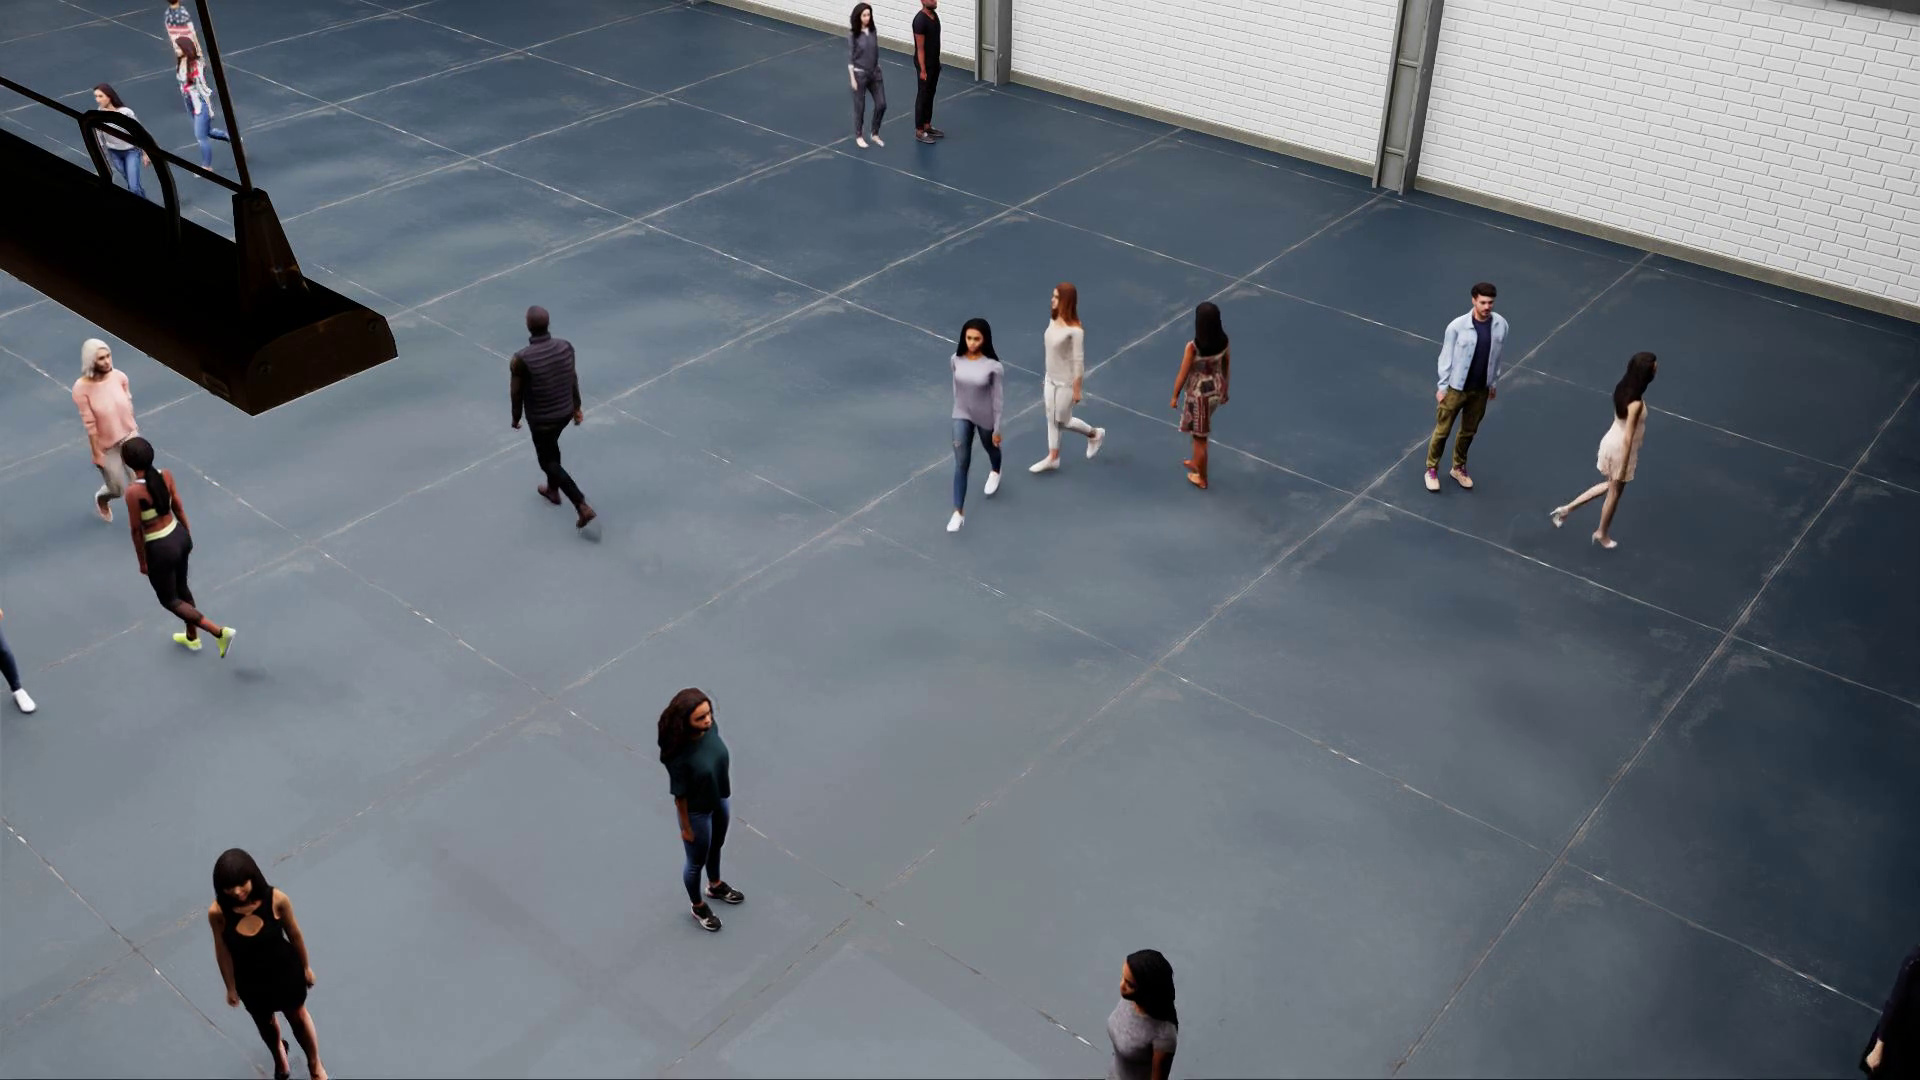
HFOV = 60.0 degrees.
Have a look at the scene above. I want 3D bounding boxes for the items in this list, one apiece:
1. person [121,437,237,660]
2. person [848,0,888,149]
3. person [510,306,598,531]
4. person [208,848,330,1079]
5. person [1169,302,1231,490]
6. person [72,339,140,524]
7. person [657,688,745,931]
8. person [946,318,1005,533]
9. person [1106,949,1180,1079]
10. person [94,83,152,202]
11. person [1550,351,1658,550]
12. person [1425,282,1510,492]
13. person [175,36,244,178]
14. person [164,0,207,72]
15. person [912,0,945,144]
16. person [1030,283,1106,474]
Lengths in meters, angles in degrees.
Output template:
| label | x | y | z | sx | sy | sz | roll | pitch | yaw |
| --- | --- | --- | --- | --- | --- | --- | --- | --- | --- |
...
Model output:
| label | x | y | z | sx | sy | sz | roll | pitch | yaw |
| --- | --- | --- | --- | --- | --- | --- | --- | --- | --- |
| person | -5.393 | 0.104 | 11.444 | 0.992 | 1.739 | 0.744 | 13 | 36 | 19 |
| person | -1.195 | -5.610 | 20.034 | 0.710 | 1.746 | 0.739 | -22 | 39 | -29 |
| person | -3.154 | -0.918 | 12.921 | 1.134 | 1.804 | 0.700 | 26 | 41 | 33 |
| person | -3.503 | 2.171 | 8.406 | 0.684 | 1.658 | 0.720 | -11 | 35 | -16 |
| person | 2.007 | -1.124 | 13.385 | 0.735 | 1.634 | 0.783 | -20 | 39 | -27 |
| person | -6.545 | -0.771 | 12.789 | 0.913 | 1.706 | 0.672 | 22 | 40 | 30 |
| person | -1.471 | 1.499 | 9.454 | 0.652 | 1.617 | 0.646 | 16 | 37 | 23 |
| person | 0.174 | -0.978 | 13.123 | 1.237 | 1.683 | 0.956 | 12 | 36 | 18 |
| person | 0.913 | 2.557 | 7.726 | 0.855 | 1.768 | 0.828 | -12 | 35 | -17 |
| person | -8.986 | -4.172 | 17.997 | 0.934 | 1.606 | 0.953 | 3 | 34 | 5 |
| person | 4.904 | -0.659 | 12.606 | 0.918 | 1.723 | 0.818 | 4 | 34 | 6 |
| person | 4.083 | -1.242 | 13.403 | 0.750 | 1.810 | 0.798 | -5 | 34 | -7 |
| person | -8.775 | -5.066 | 19.353 | 0.914 | 1.593 | 0.700 | 22 | 39 | 29 |
| person | -10.051 | -6.425 | 21.543 | 0.787 | 1.432 | 0.801 | 4 | 34 | 7 |
| person | -0.402 | -5.776 | 20.217 | 0.661 | 1.819 | 0.723 | 14 | 36 | 20 |
| person | 0.908 | -1.333 | 13.641 | 0.868 | 1.700 | 0.931 | -15 | 37 | -22 |
